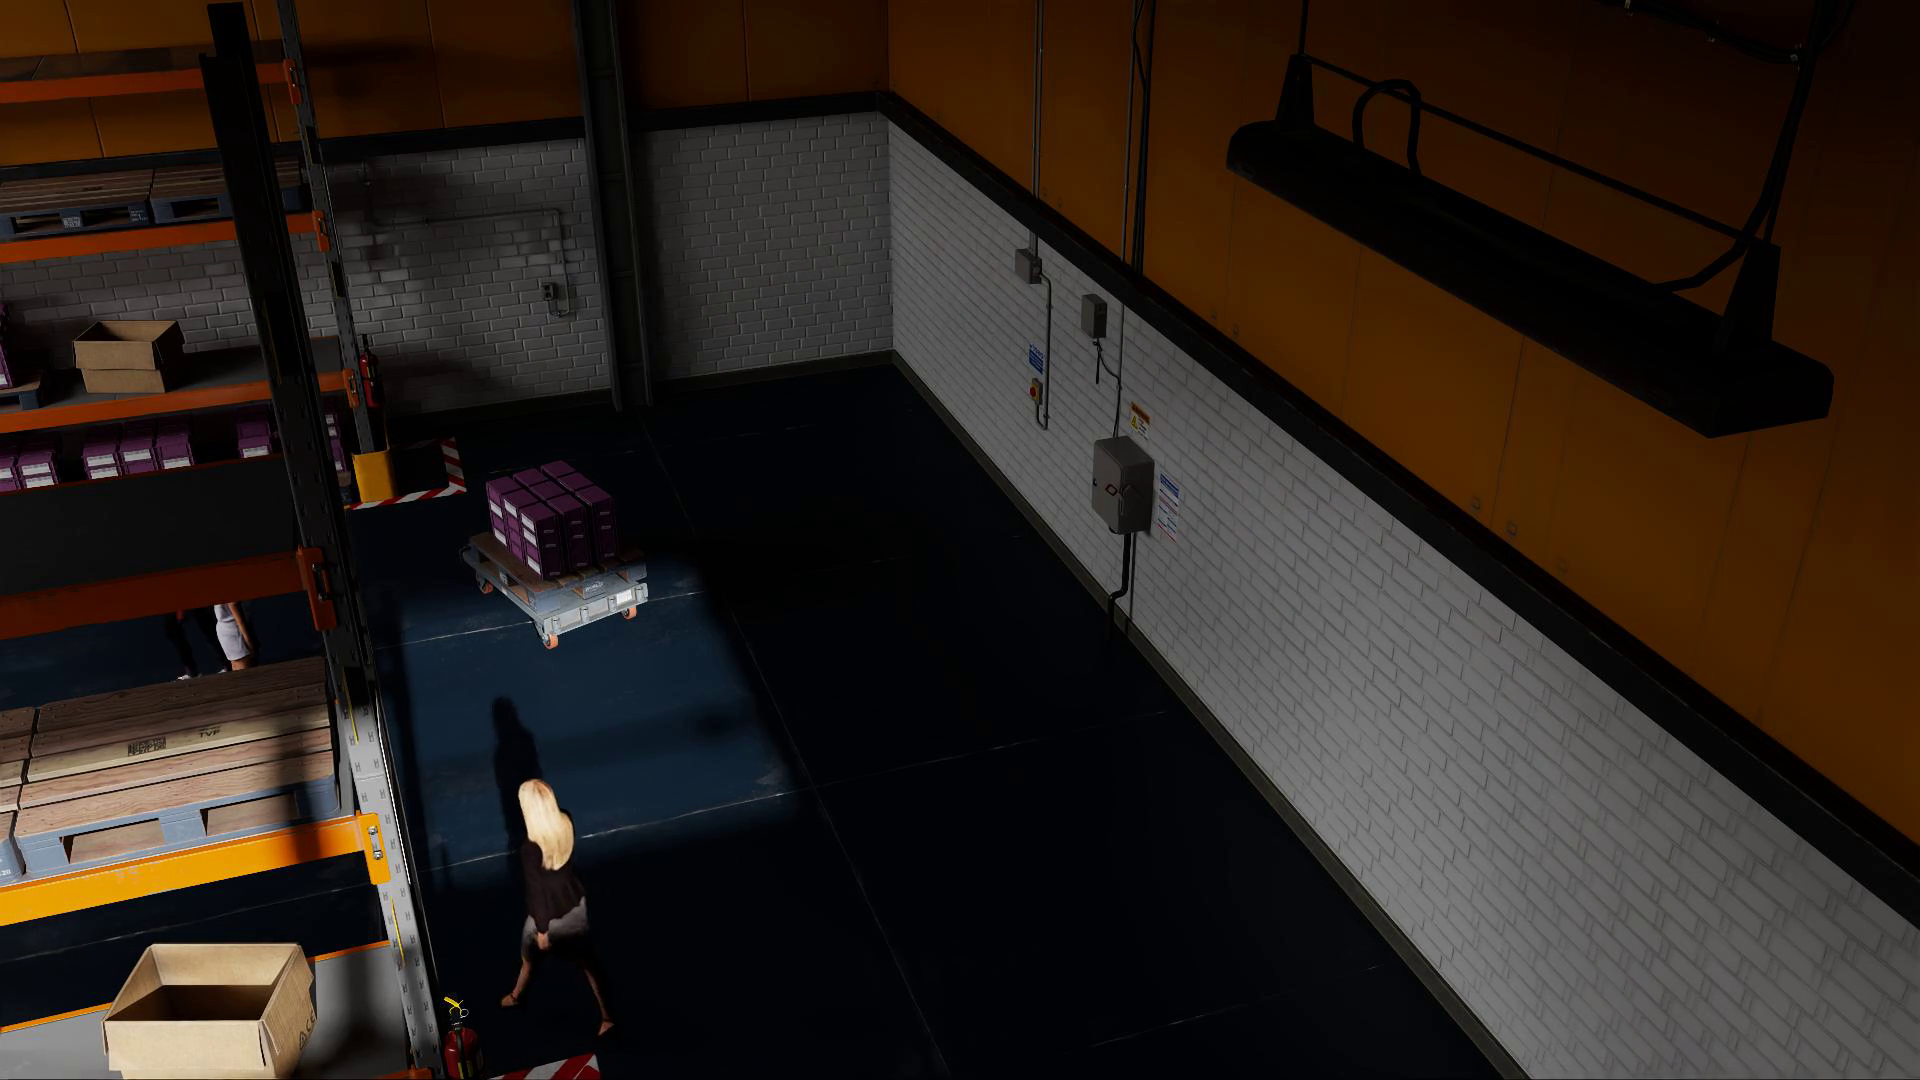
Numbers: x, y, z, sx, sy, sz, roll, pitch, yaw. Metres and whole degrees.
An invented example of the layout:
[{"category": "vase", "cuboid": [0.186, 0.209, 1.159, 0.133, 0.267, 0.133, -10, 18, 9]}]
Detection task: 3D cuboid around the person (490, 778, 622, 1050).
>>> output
[{"category": "person", "cuboid": [-2.166, 2.142, 9.327, 1.169, 1.801, 1.092, 11, 31, 20]}]
